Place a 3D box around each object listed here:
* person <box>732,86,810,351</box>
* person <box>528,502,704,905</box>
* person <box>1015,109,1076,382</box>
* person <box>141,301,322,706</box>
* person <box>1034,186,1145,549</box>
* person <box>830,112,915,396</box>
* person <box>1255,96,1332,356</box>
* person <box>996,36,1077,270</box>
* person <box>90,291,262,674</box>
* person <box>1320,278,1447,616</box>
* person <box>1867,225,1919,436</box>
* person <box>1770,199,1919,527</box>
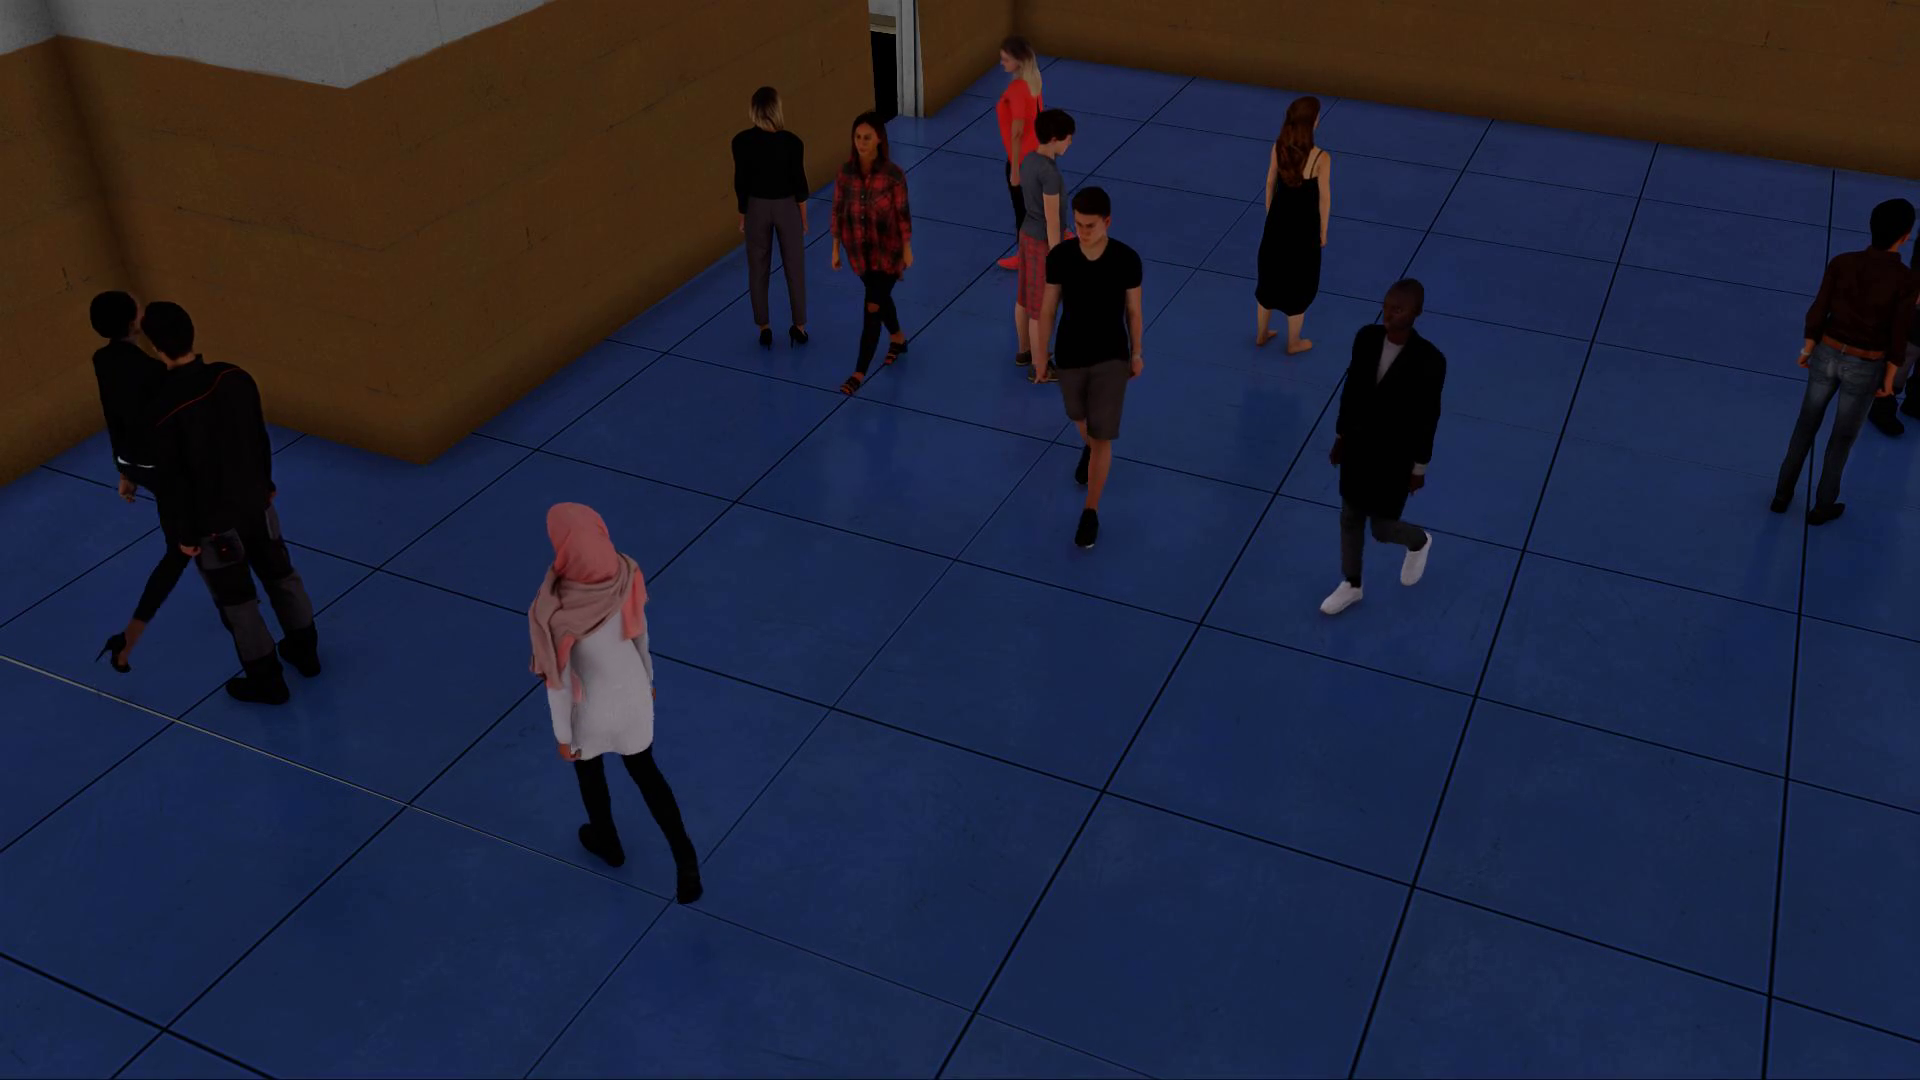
[{"bbox_3d":[-1.154,-1.962,10.235,0.619,1.671,0.739,0,34,0],"label":"person"},{"bbox_3d":[-1.273,0.647,6.209,0.899,1.786,1.130,-27,42,-34],"label":"person"},{"bbox_3d":[0.483,-1.761,9.941,0.721,1.650,0.673,-9,35,-14],"label":"person"},{"bbox_3d":[-3.199,-0.149,7.263,0.574,1.944,0.694,15,37,21],"label":"person"},{"bbox_3d":[0.701,-0.988,8.644,1.177,1.811,0.849,9,35,13],"label":"person"},{"bbox_3d":[-0.473,-1.724,9.894,1.022,1.652,0.706,16,37,22],"label":"person"},{"bbox_3d":[2.039,-1.929,10.227,0.566,1.625,0.685,23,40,31],"label":"person"},{"bbox_3d":[0.499,-2.538,11.104,0.863,1.668,0.748,12,35,17],"label":"person"},{"bbox_3d":[-3.653,-0.212,7.487,1.071,1.801,0.723,19,38,26],"label":"person"},{"bbox_3d":[2.054,-0.442,7.882,0.917,1.746,0.925,-24,41,-32],"label":"person"},{"bbox_3d":[5.580,-1.500,9.347,0.835,1.861,0.904,-10,35,-15],"label":"person"},{"bbox_3d":[4.553,-0.900,8.539,0.772,1.782,0.600,-27,42,-34],"label":"person"}]
